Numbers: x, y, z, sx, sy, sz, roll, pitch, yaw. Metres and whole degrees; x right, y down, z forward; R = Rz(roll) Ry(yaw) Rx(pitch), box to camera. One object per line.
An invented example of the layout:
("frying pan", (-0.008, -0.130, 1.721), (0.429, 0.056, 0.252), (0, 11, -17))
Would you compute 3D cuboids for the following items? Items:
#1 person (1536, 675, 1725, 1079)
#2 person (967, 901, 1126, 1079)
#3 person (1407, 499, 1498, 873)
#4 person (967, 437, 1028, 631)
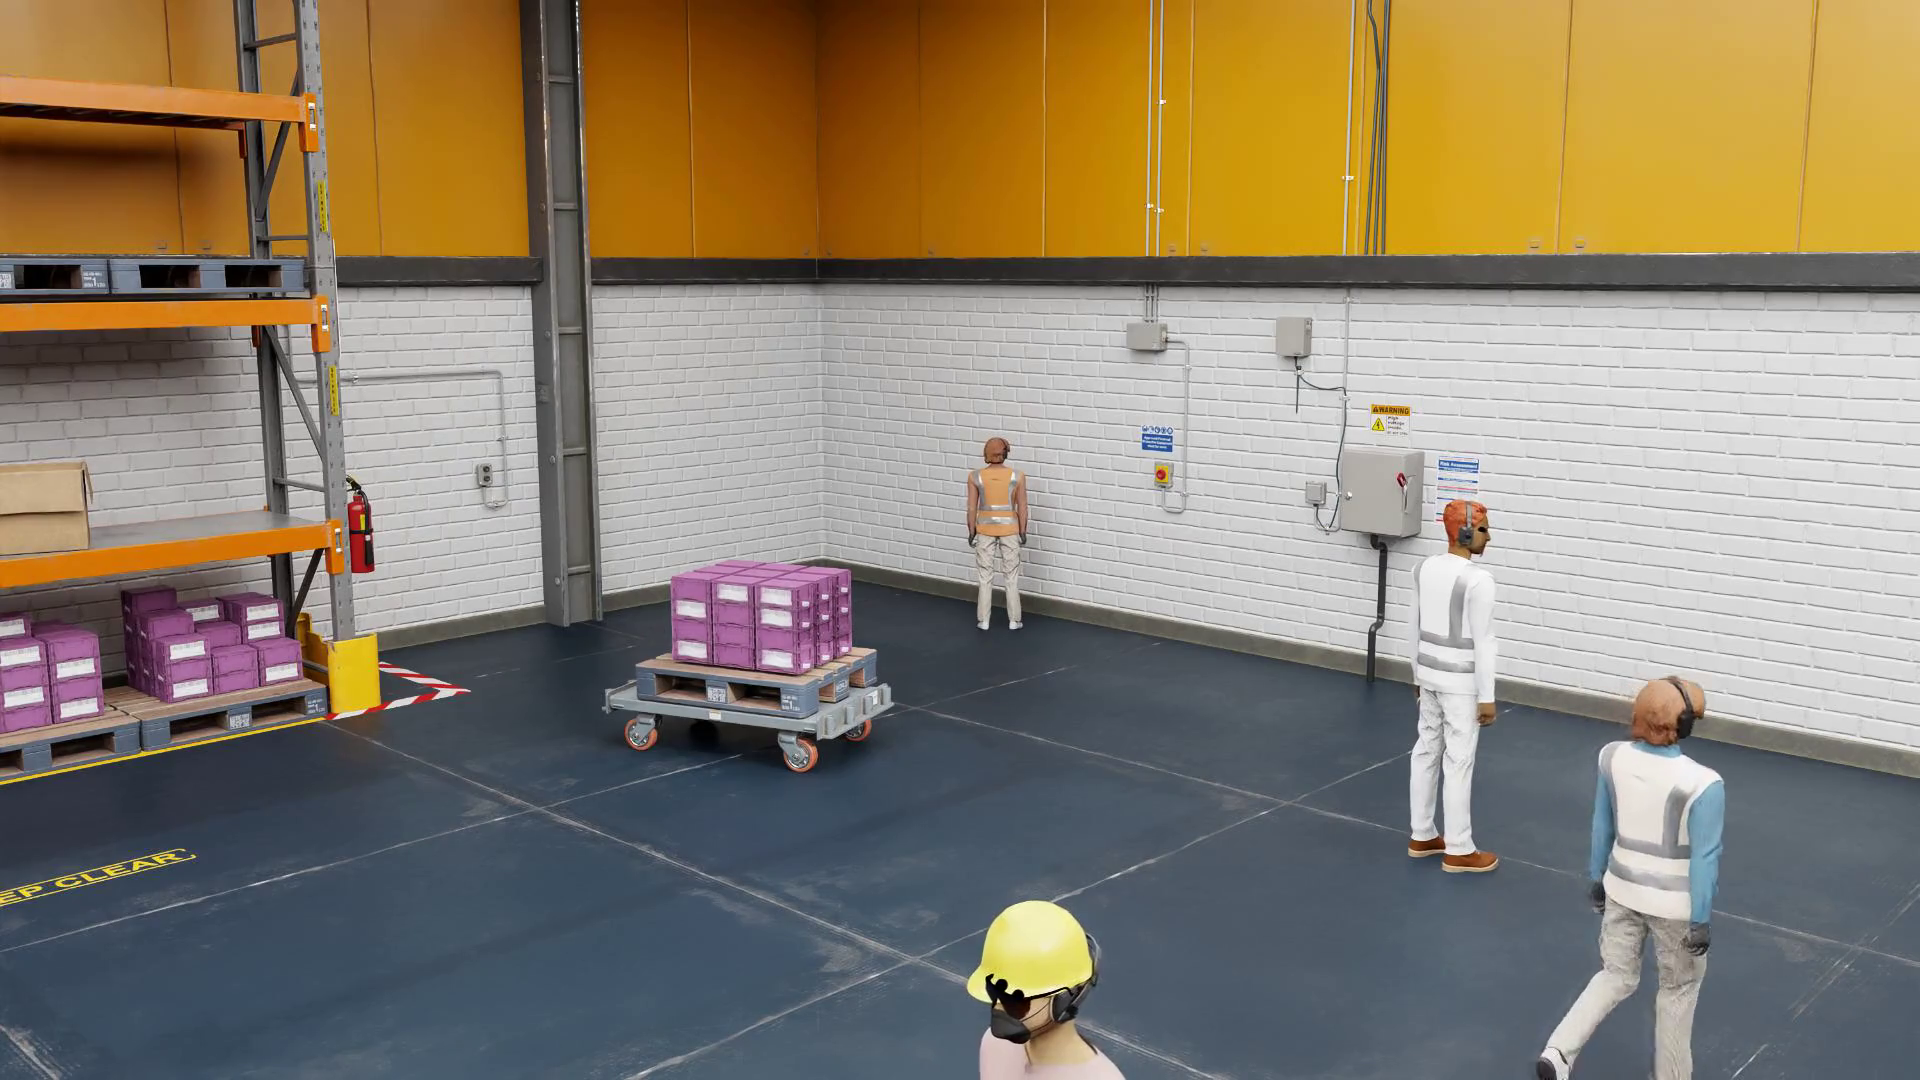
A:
("person", (2.402, 1.278, 5.884), (0.677, 1.620, 0.521), (-5, 11, -28))
("person", (0.180, 1.597, 3.504), (0.345, 1.756, 0.518), (-6, 11, -33))
("person", (2.499, 0.730, 8.429), (0.362, 1.883, 0.575), (-4, 10, -22))
("person", (0.314, -0.043, 13.919), (0.512, 1.638, 0.312), (1, 9, 4))
